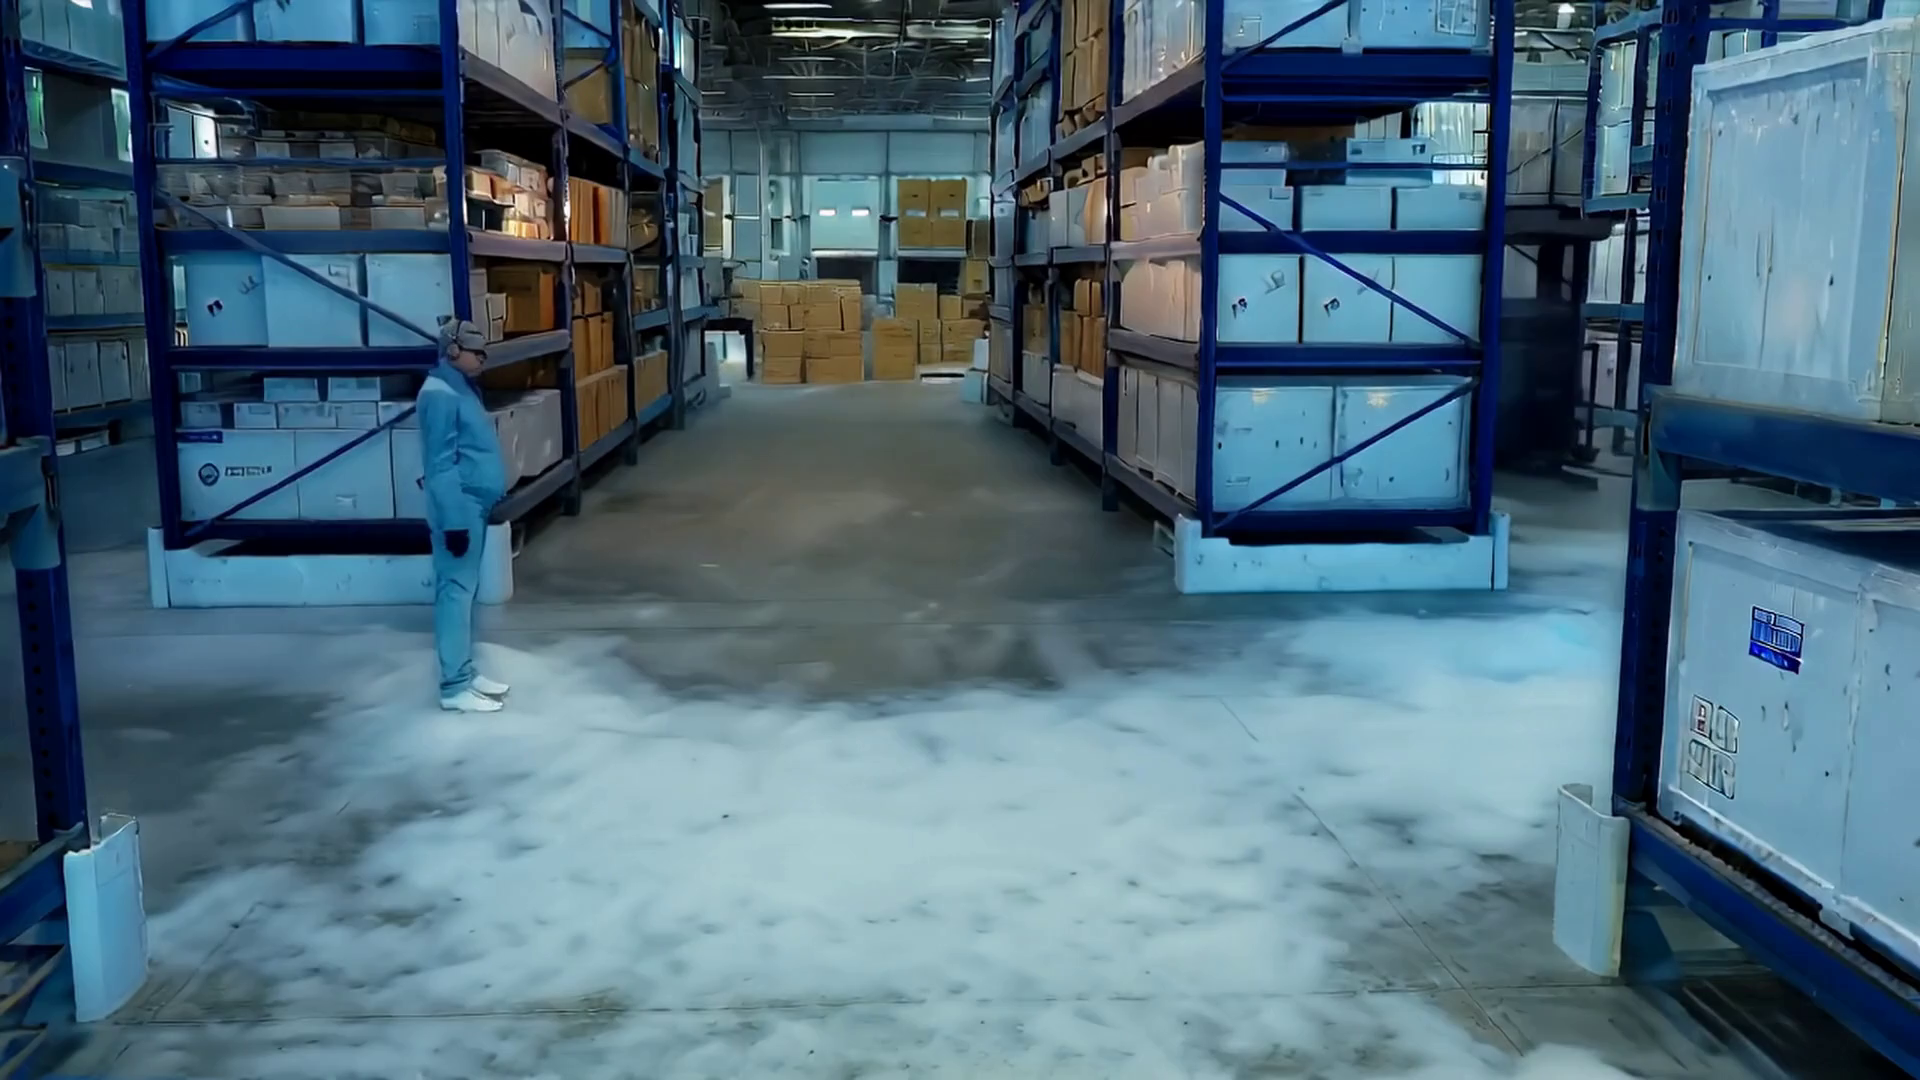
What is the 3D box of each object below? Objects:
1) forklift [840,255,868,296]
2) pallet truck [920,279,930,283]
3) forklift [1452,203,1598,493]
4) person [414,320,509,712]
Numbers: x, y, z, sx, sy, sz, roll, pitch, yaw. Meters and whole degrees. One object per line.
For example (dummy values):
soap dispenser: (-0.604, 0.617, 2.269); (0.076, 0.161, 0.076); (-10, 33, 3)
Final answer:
forklift: (-3.663, -8.478, 57.565); (1.129, 2.768, 1.873); (-5, 10, -30)
pallet truck: (-0.932, -8.922, 63.114); (1.885, 1.965, 0.823); (2, 9, 13)
forklift: (5.506, -1.963, 16.653); (1.129, 2.768, 1.873); (-1, 9, -4)
person: (-2.425, -0.120, 8.155); (0.407, 1.902, 0.638); (-2, 9, -10)
